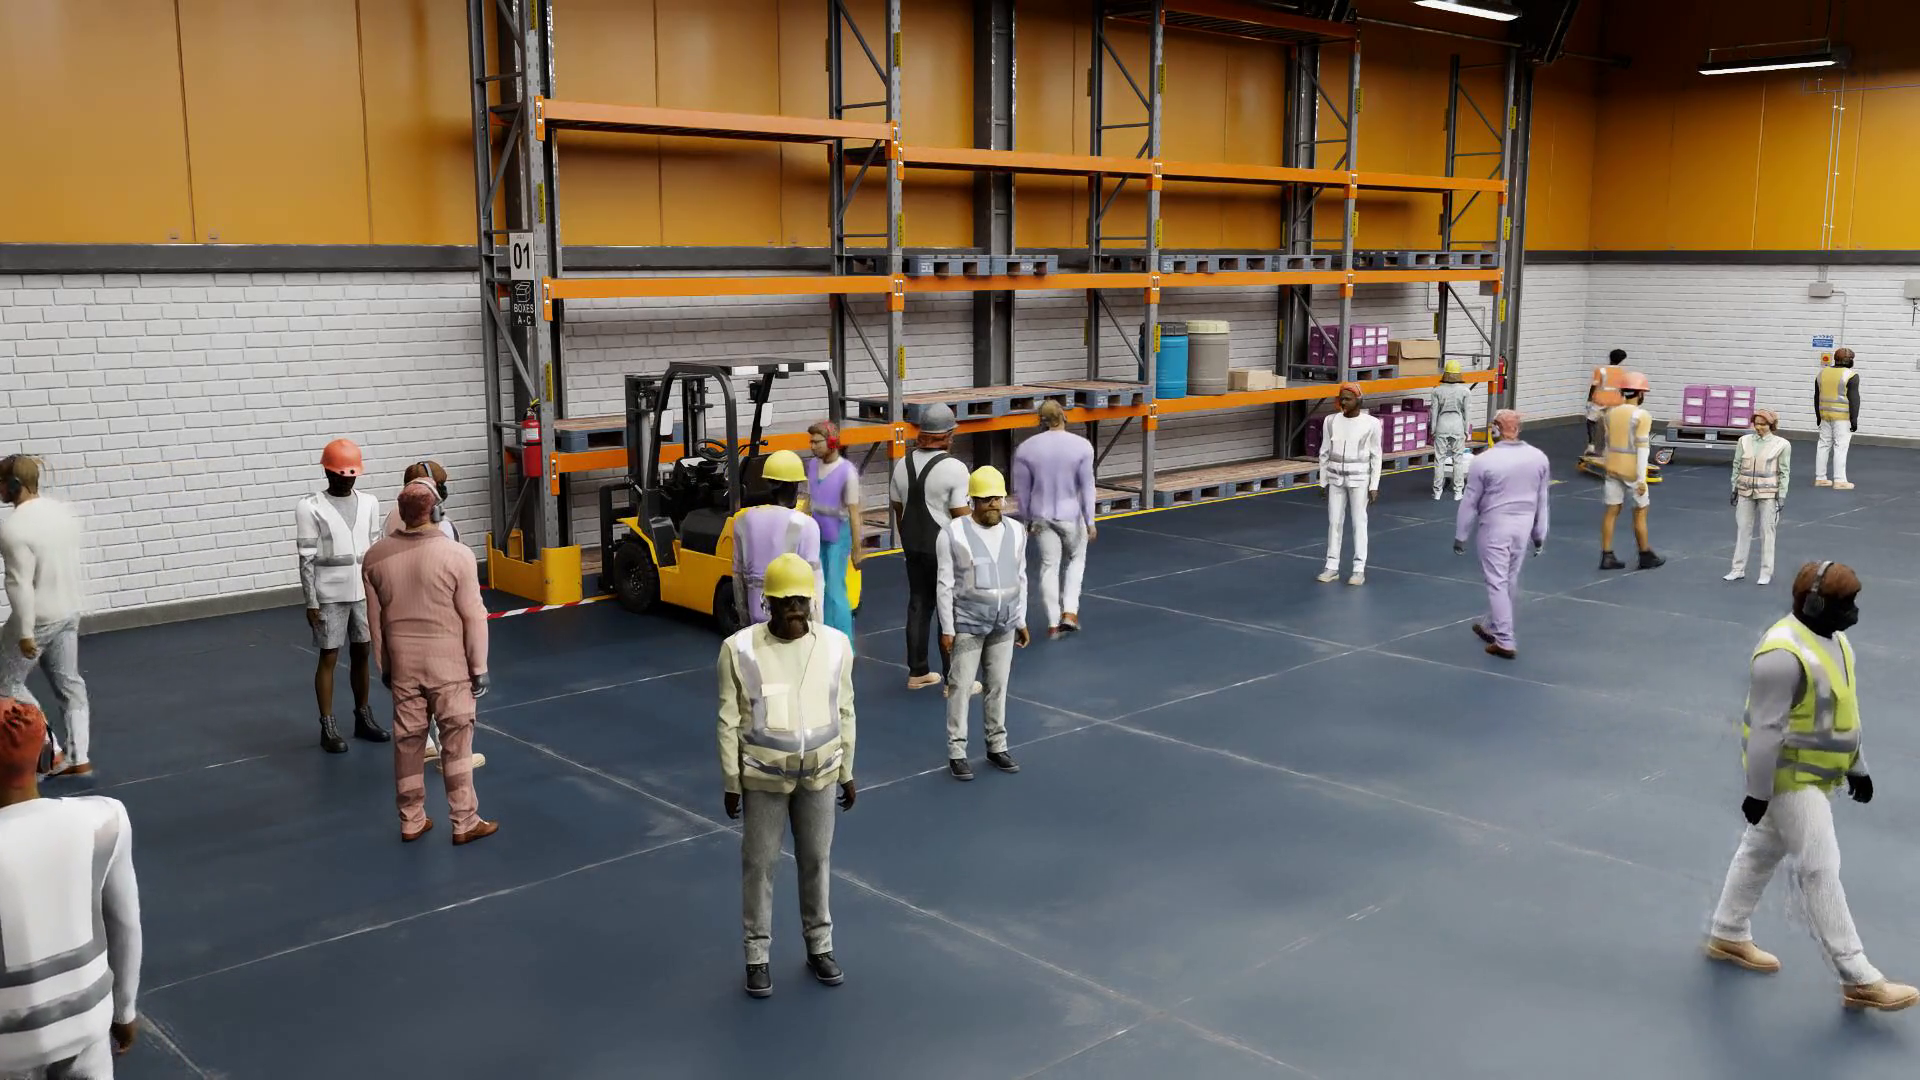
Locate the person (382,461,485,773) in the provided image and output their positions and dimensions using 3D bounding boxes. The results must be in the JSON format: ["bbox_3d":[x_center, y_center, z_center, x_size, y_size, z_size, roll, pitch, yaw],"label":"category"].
[{"bbox_3d":[-3.115,0.449,9.833,0.621,1.845,0.429,8,12,38],"label":"person"}]

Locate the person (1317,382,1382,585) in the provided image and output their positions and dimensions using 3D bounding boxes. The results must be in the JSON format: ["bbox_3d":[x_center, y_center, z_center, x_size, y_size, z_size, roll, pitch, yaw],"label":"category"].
[{"bbox_3d":[3.599,-0.524,15.403,0.581,1.882,0.339,7,12,35],"label":"person"}]

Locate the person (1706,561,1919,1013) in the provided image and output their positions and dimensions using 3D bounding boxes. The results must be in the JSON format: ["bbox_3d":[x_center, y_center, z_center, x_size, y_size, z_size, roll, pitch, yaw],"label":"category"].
[{"bbox_3d":[3.549,0.984,6.801,0.928,1.796,0.649,9,13,43],"label":"person"}]

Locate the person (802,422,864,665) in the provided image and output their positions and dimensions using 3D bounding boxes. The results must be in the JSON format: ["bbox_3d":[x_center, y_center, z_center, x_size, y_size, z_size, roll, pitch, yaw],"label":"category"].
[{"bbox_3d":[-0.970,0.029,12.392,0.502,1.821,0.569,-6,11,-31],"label":"person"}]

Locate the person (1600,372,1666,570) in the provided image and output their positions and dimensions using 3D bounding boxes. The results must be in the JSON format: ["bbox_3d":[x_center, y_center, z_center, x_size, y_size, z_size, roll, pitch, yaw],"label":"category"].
[{"bbox_3d":[6.516,-0.660,16.110,0.632,1.927,0.569,-5,11,-25],"label":"person"}]

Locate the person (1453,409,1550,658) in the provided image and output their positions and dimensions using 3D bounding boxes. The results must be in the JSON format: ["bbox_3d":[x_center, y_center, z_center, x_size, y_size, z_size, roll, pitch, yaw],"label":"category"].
[{"bbox_3d":[4.105,-0.071,12.771,0.672,1.868,0.818,-3,10,-15],"label":"person"}]

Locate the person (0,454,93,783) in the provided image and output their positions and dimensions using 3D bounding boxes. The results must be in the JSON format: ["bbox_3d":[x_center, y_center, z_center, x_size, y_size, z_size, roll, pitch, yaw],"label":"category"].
[{"bbox_3d":[-5.284,0.462,9.536,0.476,1.924,0.646,1,10,4],"label":"person"}]

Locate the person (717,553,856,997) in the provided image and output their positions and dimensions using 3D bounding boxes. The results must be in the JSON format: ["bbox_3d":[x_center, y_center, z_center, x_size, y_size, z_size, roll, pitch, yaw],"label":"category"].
[{"bbox_3d":[-0.703,0.957,6.874,0.590,1.836,0.404,-4,10,-21],"label":"person"}]

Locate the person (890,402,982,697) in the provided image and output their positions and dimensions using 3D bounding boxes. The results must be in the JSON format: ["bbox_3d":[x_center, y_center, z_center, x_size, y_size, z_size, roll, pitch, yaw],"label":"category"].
[{"bbox_3d":[-0.117,0.058,11.541,0.688,2.000,0.538,9,13,42],"label":"person"}]

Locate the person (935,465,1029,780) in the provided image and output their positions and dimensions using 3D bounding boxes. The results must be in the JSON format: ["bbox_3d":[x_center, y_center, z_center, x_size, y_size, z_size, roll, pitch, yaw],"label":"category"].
[{"bbox_3d":[0.146,0.474,9.710,0.588,1.835,0.404,-5,11,-25],"label":"person"}]

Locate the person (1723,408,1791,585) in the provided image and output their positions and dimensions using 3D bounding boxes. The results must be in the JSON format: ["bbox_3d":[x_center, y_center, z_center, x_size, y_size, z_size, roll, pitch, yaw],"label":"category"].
[{"bbox_3d":[7.412,-0.407,15.438,0.309,1.639,0.513,-8,13,-40],"label":"person"}]

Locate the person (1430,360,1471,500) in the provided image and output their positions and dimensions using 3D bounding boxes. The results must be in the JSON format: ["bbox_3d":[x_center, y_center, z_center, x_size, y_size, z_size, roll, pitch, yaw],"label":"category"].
[{"bbox_3d":[6.117,-1.369,20.767,0.488,1.744,0.293,3,10,16],"label":"person"}]

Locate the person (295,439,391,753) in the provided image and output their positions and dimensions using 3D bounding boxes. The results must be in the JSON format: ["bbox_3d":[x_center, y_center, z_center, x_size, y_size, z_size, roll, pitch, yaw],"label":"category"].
[{"bbox_3d":[-3.782,0.333,10.259,0.371,1.928,0.543,8,13,39],"label":"person"}]

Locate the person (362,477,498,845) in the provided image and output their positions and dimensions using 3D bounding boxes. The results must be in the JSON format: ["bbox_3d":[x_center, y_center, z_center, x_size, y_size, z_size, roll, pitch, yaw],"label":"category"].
[{"bbox_3d":[-2.715,0.628,8.584,0.642,1.913,0.409,2,10,11],"label":"person"}]

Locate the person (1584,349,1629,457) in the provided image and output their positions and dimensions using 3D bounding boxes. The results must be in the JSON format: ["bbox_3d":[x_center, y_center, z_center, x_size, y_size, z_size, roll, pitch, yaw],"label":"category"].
[{"bbox_3d":[9.696,-2.037,24.940,0.611,1.661,0.341,0,10,2],"label":"person"}]

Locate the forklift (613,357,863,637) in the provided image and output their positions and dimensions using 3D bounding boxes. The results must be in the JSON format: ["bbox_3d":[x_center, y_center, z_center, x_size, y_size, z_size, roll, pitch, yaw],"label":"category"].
[{"bbox_3d":[-1.847,-0.414,13.852,1.214,2.155,2.313,-9,13,-42],"label":"forklift"}]

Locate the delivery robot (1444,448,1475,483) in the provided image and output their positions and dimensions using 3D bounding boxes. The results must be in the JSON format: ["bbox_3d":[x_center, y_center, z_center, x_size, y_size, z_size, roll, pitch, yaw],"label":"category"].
[{"bbox_3d":[6.529,-0.949,21.504,0.707,0.478,0.477,6,12,33],"label":"delivery robot"}]

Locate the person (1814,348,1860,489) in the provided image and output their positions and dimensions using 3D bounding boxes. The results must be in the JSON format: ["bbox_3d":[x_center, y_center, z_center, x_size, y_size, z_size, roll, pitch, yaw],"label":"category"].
[{"bbox_3d":[11.507,-1.593,21.793,0.429,1.840,0.633,-4,10,-21],"label":"person"}]

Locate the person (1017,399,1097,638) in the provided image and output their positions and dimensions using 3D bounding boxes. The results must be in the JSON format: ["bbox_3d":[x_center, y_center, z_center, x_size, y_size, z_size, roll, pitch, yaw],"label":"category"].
[{"bbox_3d":[0.786,-0.170,13.271,0.664,1.903,0.467,3,10,18],"label":"person"}]

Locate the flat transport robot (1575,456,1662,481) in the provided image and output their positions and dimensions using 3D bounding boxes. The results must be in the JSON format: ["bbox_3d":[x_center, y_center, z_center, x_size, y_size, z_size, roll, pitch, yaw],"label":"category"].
[{"bbox_3d":[9.012,-0.978,22.778,0.652,0.197,1.431,0,10,1],"label":"flat transport robot"}]

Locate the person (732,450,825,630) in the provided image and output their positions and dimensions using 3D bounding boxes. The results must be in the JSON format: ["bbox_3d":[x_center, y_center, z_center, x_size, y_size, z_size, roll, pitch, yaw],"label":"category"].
[{"bbox_3d":[-1.030,0.438,9.649,0.594,1.924,0.382,5,11,27],"label":"person"}]

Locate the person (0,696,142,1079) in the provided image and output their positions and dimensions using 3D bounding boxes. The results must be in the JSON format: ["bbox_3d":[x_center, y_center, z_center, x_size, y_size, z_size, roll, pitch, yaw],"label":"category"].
[{"bbox_3d":[-2.491,1.341,4.492,0.345,1.882,0.592,7,12,37],"label":"person"}]
